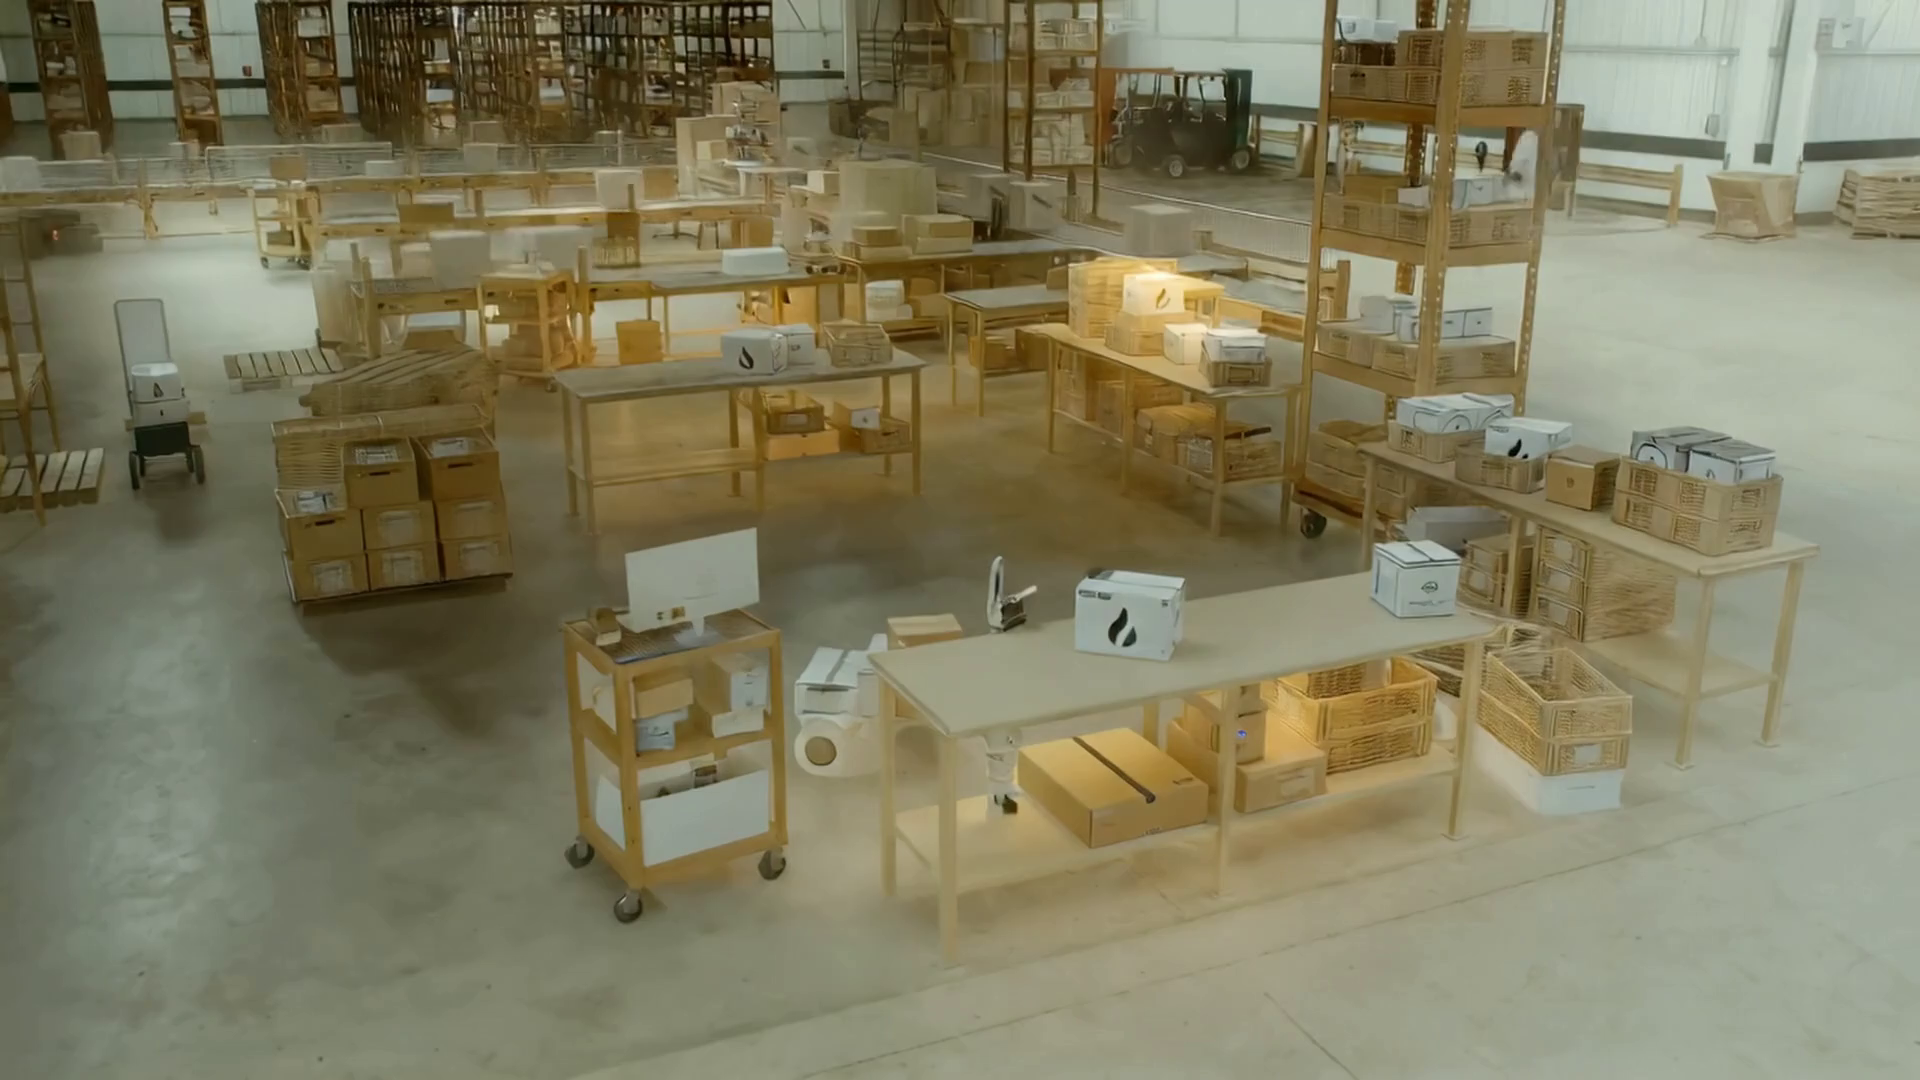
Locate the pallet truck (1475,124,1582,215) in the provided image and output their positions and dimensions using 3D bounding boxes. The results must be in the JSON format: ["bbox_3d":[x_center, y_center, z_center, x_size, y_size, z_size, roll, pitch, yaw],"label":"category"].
[{"bbox_3d":[9.707,-6.455,28.103,1.885,1.965,0.823,-7,19,-20],"label":"pallet truck"}]

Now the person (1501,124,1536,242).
[{"bbox_3d":[8.313,-5.467,24.955,0.768,2.015,0.636,6,19,19],"label":"person"}]

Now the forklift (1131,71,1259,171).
[{"bbox_3d":[4.998,-8.936,35.413,2.680,1.987,1.157,-9,20,-25],"label":"forklift"}]

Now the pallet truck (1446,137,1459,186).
[{"bbox_3d":[9.184,-6.485,29.328,1.630,1.274,0.653,-8,19,-23],"label":"pallet truck"}]

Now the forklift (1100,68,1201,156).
[{"bbox_3d":[4.082,-9.564,37.410,2.680,1.987,1.157,-8,19,-23],"label":"forklift"}]

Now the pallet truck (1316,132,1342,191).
[{"bbox_3d":[7.723,-7.504,32.656,1.601,1.201,0.680,-8,19,-23],"label":"pallet truck"}]

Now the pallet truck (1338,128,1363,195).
[{"bbox_3d":[7.845,-7.140,31.411,1.522,1.261,0.704,-9,20,-25],"label":"pallet truck"}]

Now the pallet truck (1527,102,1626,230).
[{"bbox_3d":[9.972,-6.037,26.785,1.885,1.965,0.823,-9,20,-25],"label":"pallet truck"}]
